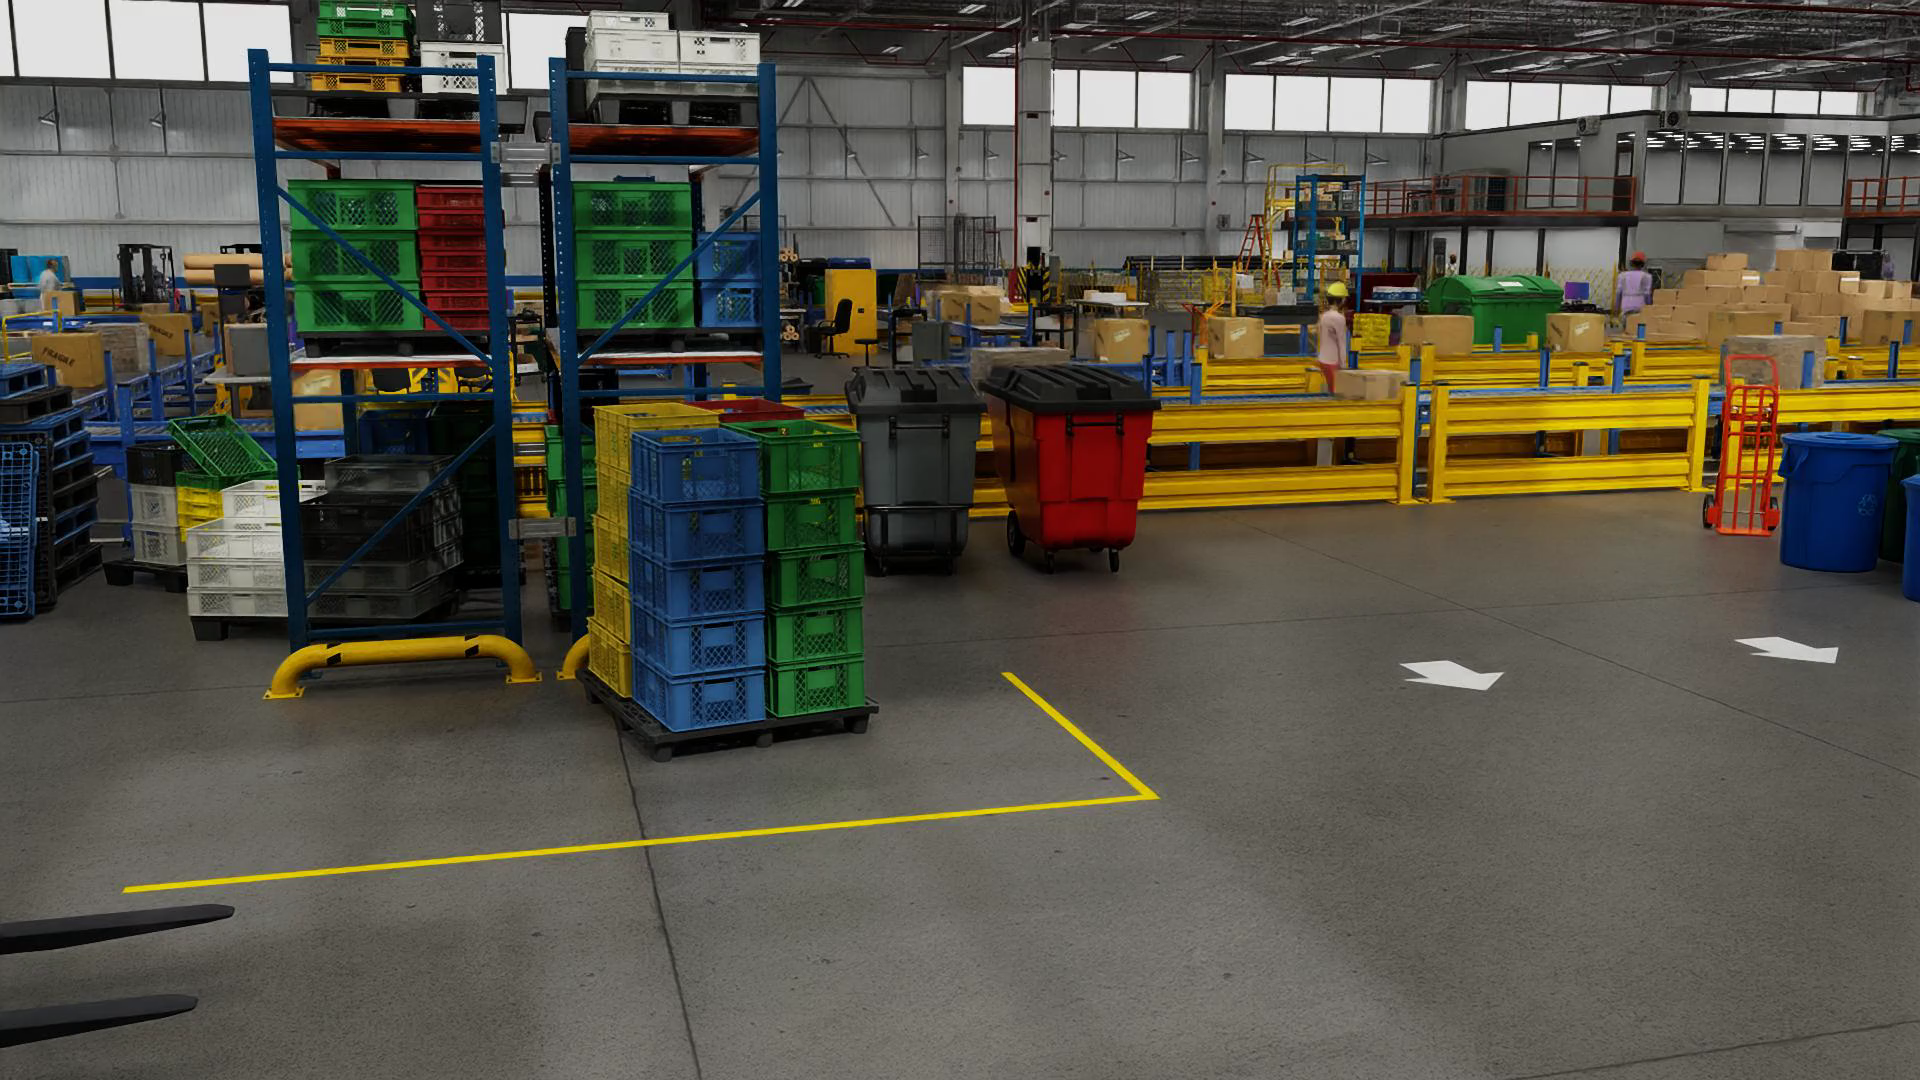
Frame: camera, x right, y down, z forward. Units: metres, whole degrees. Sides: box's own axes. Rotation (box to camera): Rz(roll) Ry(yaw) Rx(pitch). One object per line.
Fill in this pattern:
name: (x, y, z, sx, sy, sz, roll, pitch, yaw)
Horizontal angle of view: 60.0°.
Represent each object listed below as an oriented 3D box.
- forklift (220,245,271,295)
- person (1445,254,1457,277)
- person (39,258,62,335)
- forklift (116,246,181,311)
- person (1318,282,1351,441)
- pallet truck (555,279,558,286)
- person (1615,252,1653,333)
forklift: (-17.749, -6.334, 41.440, 1.157, 1.987, 2.680, -3, 10, -17)
person: (15.911, -8.312, 53.867, 0.566, 1.879, 0.354, -9, 13, -40)
person: (-18.558, -4.841, 34.211, 0.667, 1.867, 0.916, 8, 13, 40)
forklift: (-19.966, -6.232, 40.894, 1.157, 1.987, 2.680, -3, 10, -15)
person: (3.995, -1.929, 18.072, 0.643, 1.746, 0.535, -1, 10, -7)
pallet truck: (-10.604, -6.375, 44.520, 0.653, 1.274, 1.630, -3, 10, -15)
person: (12.508, -4.324, 30.849, 0.637, 2.022, 0.475, 7, 12, 35)
